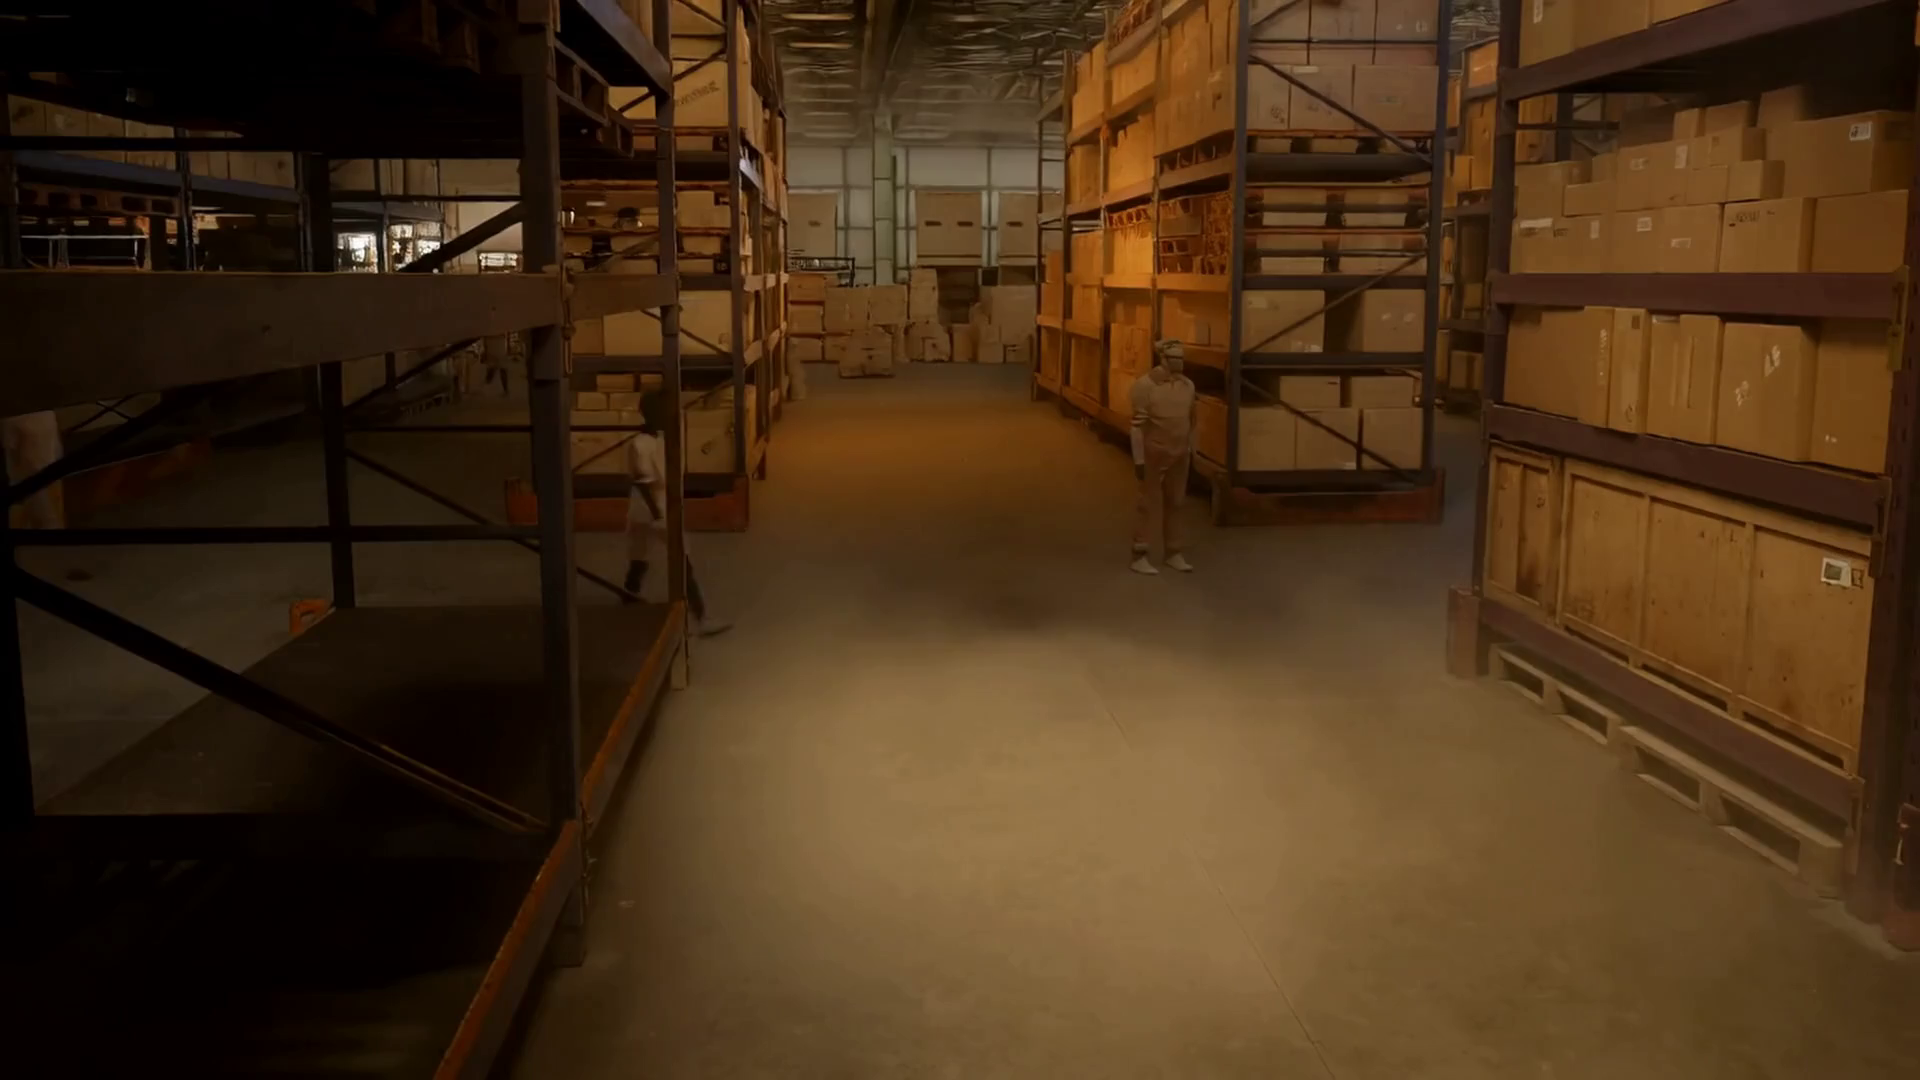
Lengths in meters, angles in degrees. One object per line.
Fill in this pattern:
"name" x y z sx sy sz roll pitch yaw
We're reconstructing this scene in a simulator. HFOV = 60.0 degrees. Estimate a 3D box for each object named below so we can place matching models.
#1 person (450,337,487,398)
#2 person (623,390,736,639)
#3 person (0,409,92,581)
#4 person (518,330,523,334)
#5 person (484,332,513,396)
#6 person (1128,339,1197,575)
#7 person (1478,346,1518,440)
"person" -9.701 -3.716 32.712 0.676 1.825 1.008 -4 10 -24
"person" -1.882 -0.137 10.788 0.812 1.661 0.545 4 10 22
"person" -7.328 -0.516 13.109 0.918 1.696 0.566 2 9 12
"person" -17.680 -9.257 67.337 0.888 1.886 0.605 6 11 34
"person" -9.200 -3.672 33.000 0.559 1.676 0.346 -7 12 -39
"person" 1.666 -0.674 13.454 0.648 1.900 0.401 -5 10 -30
"person" 6.444 -1.622 19.638 0.641 1.816 0.747 0 9 2
